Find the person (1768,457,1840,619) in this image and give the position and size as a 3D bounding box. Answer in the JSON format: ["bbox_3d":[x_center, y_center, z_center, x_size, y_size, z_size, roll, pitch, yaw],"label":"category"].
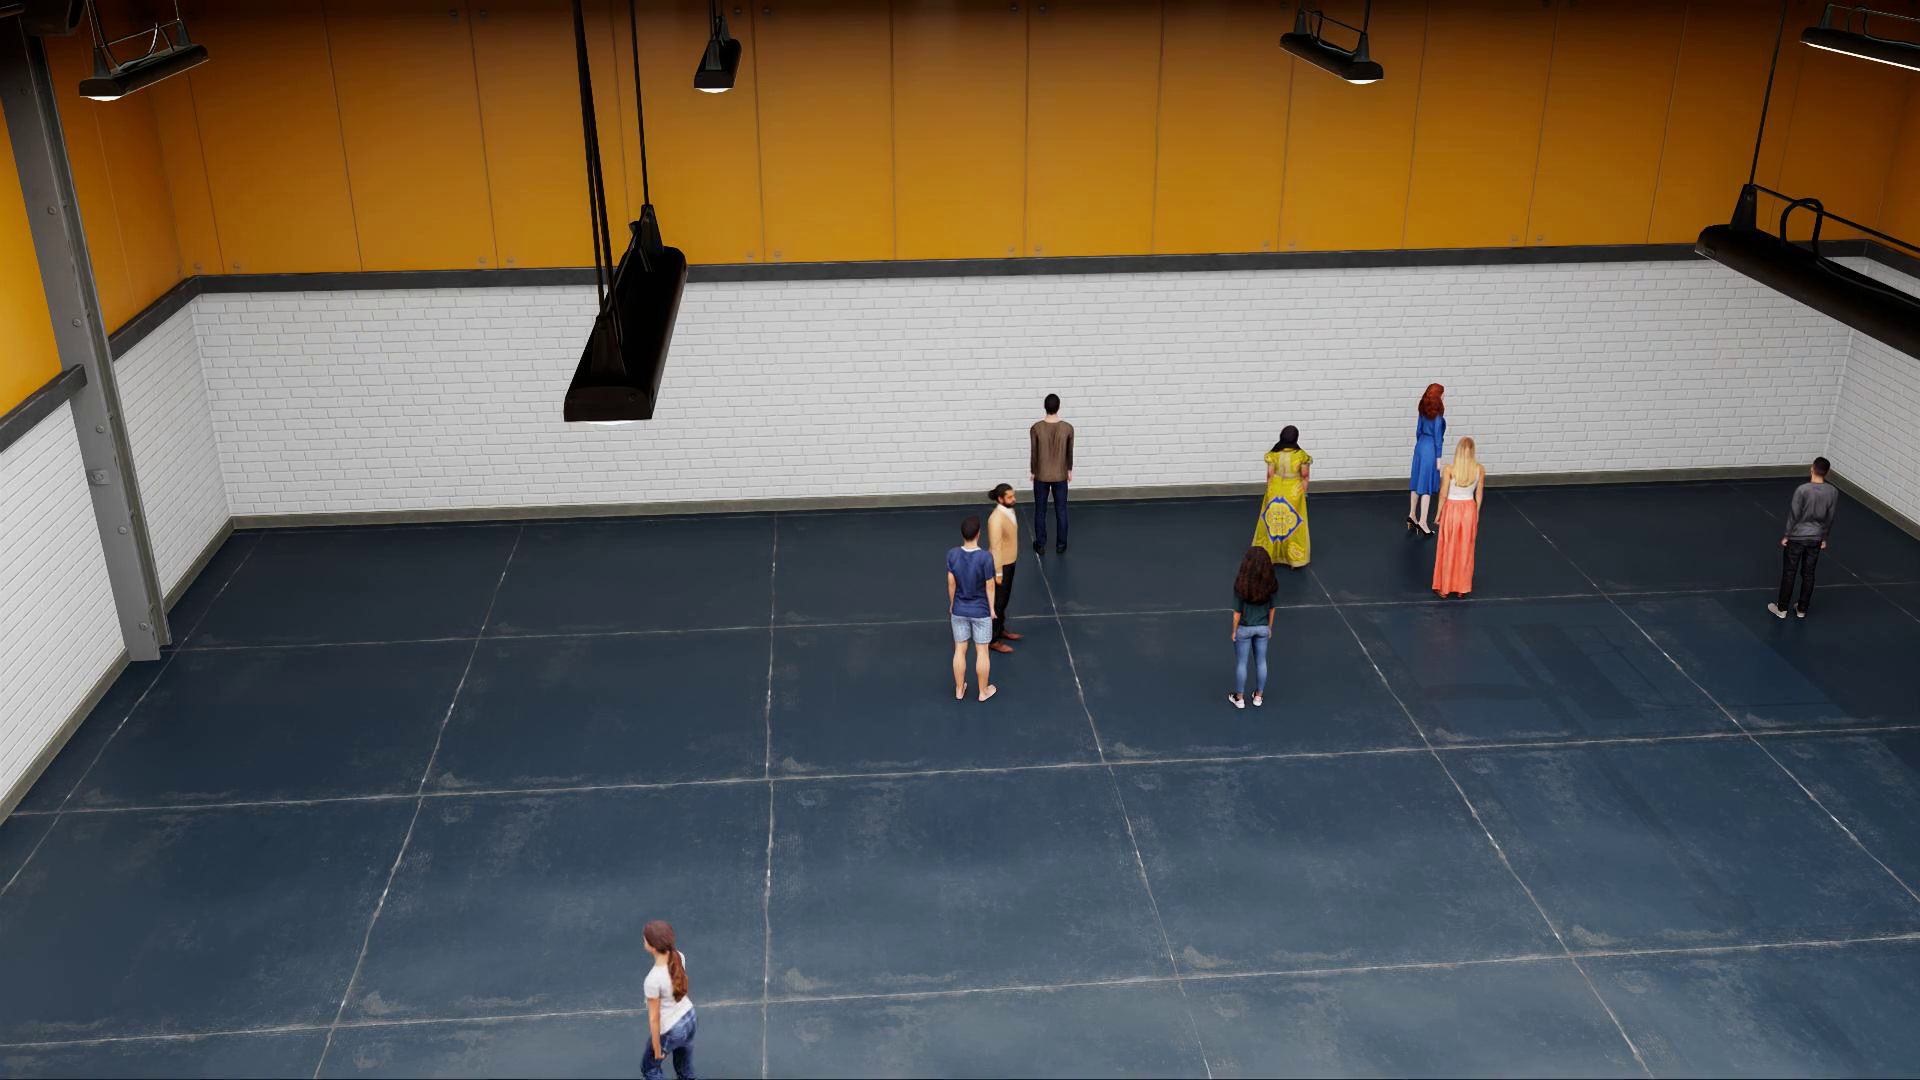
[{"bbox_3d":[8.780,-0.029,17.279,0.642,1.761,0.561,1,24,2],"label":"person"}]

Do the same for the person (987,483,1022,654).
[{"bbox_3d":[0.418,0.247,16.657,0.797,1.753,0.645,7,25,15],"label":"person"}]

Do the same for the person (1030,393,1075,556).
[{"bbox_3d":[1.023,-0.745,18.760,0.647,1.887,0.549,-1,24,-3],"label":"person"}]

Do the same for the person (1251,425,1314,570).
[{"bbox_3d":[3.615,-0.488,18.455,0.981,1.659,0.963,8,25,17],"label":"person"}]

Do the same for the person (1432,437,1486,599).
[{"bbox_3d":[5.310,-0.243,17.718,0.664,1.802,0.635,2,24,4],"label":"person"}]

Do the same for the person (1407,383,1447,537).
[{"bbox_3d":[5.412,-0.941,19.280,0.716,1.829,0.568,-7,25,-15],"label":"person"}]

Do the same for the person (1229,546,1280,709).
[{"bbox_3d":[2.733,0.809,15.542,0.595,1.617,0.589,-3,24,-7],"label":"person"}]

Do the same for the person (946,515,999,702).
[{"bbox_3d":[0.108,0.646,15.625,0.699,1.850,0.682,7,25,15],"label":"person"}]

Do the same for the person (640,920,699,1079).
[{"bbox_3d":[-1.754,3.074,10.451,0.717,1.545,0.653,13,27,28],"label":"person"}]
